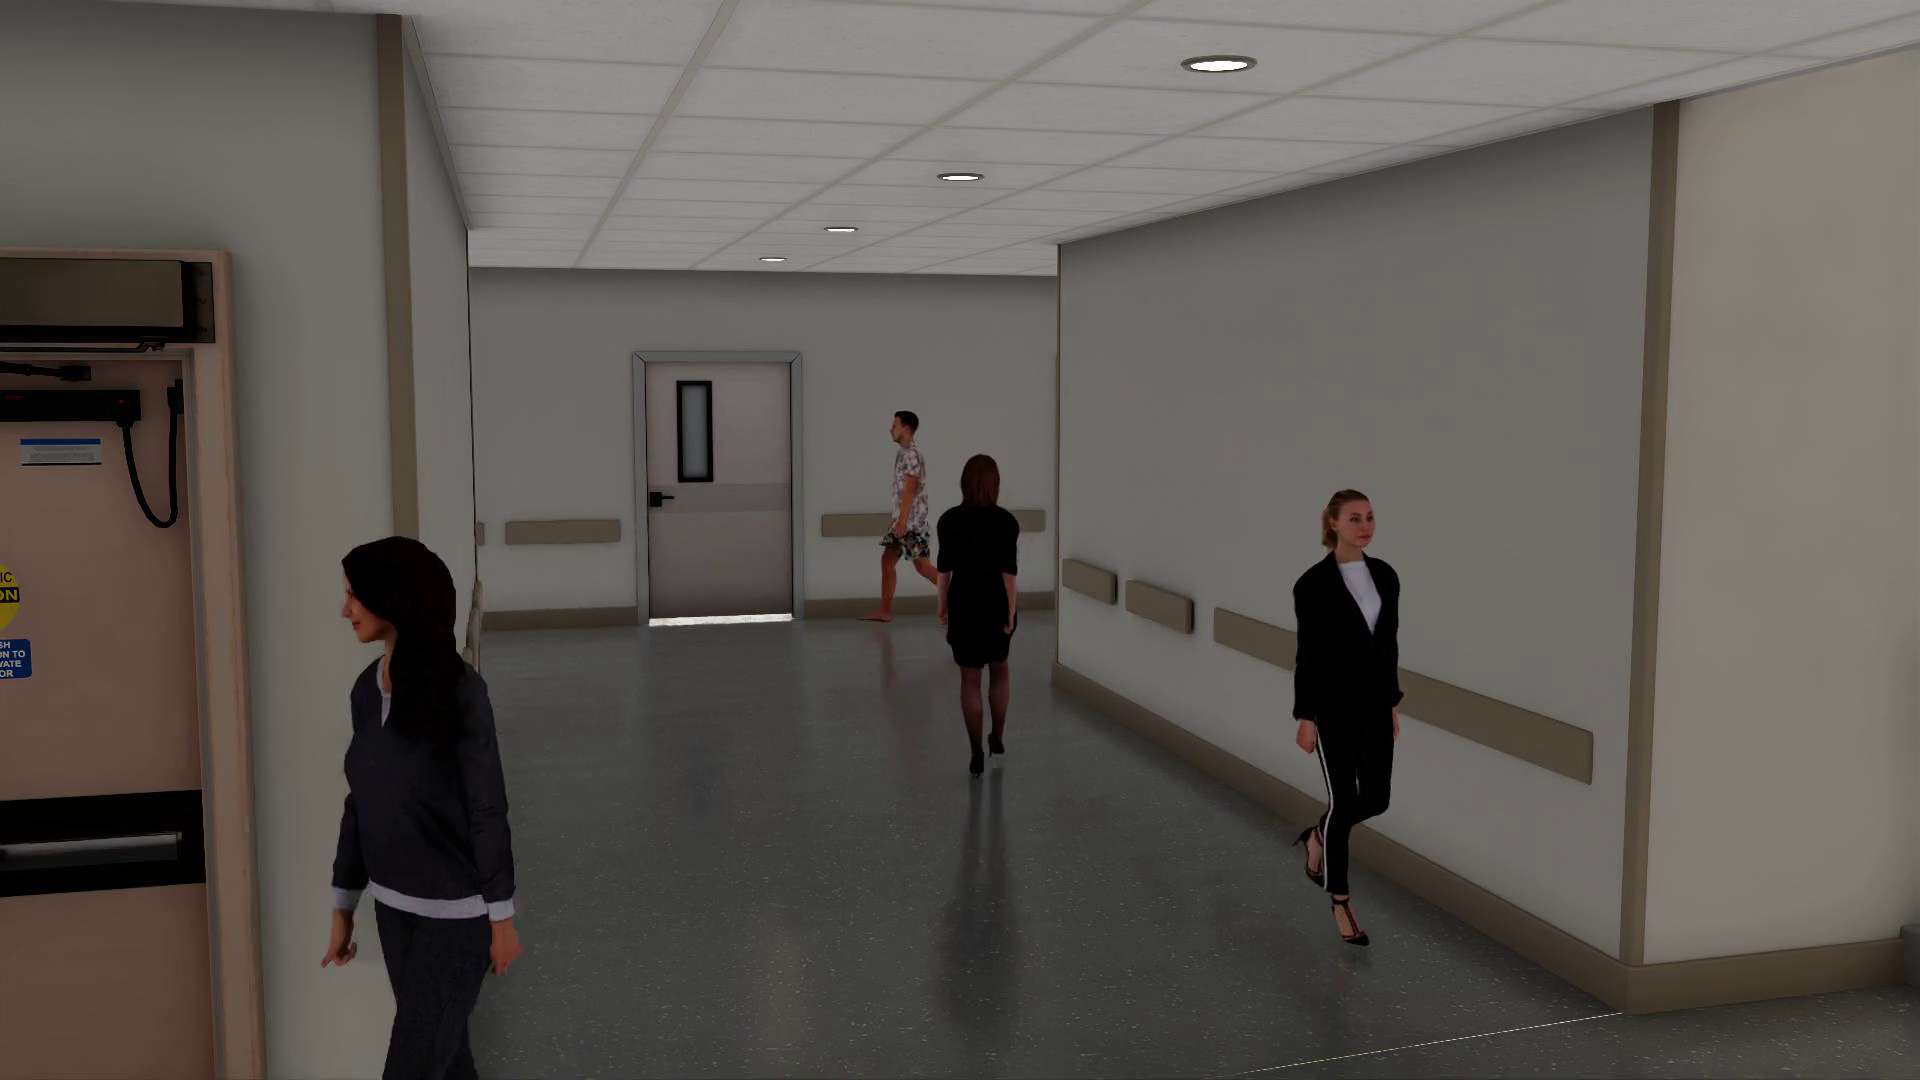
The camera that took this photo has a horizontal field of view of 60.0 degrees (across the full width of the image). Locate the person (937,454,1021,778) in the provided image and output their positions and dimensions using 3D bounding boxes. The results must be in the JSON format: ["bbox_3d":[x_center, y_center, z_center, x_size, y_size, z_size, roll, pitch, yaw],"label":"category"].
[{"bbox_3d":[0.097,0.409,8.758,0.783,1.688,0.776,0,6,0],"label":"person"}]

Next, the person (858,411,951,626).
[{"bbox_3d":[-0.321,-0.162,13.912,1.144,1.793,0.689,-1,6,-13],"label":"person"}]

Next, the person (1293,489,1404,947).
[{"bbox_3d":[1.430,0.657,6.298,0.765,1.689,0.740,-2,6,-22],"label":"person"}]

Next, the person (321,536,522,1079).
[{"bbox_3d":[-1.167,0.866,3.929,0.790,1.745,0.847,4,7,33],"label":"person"}]
